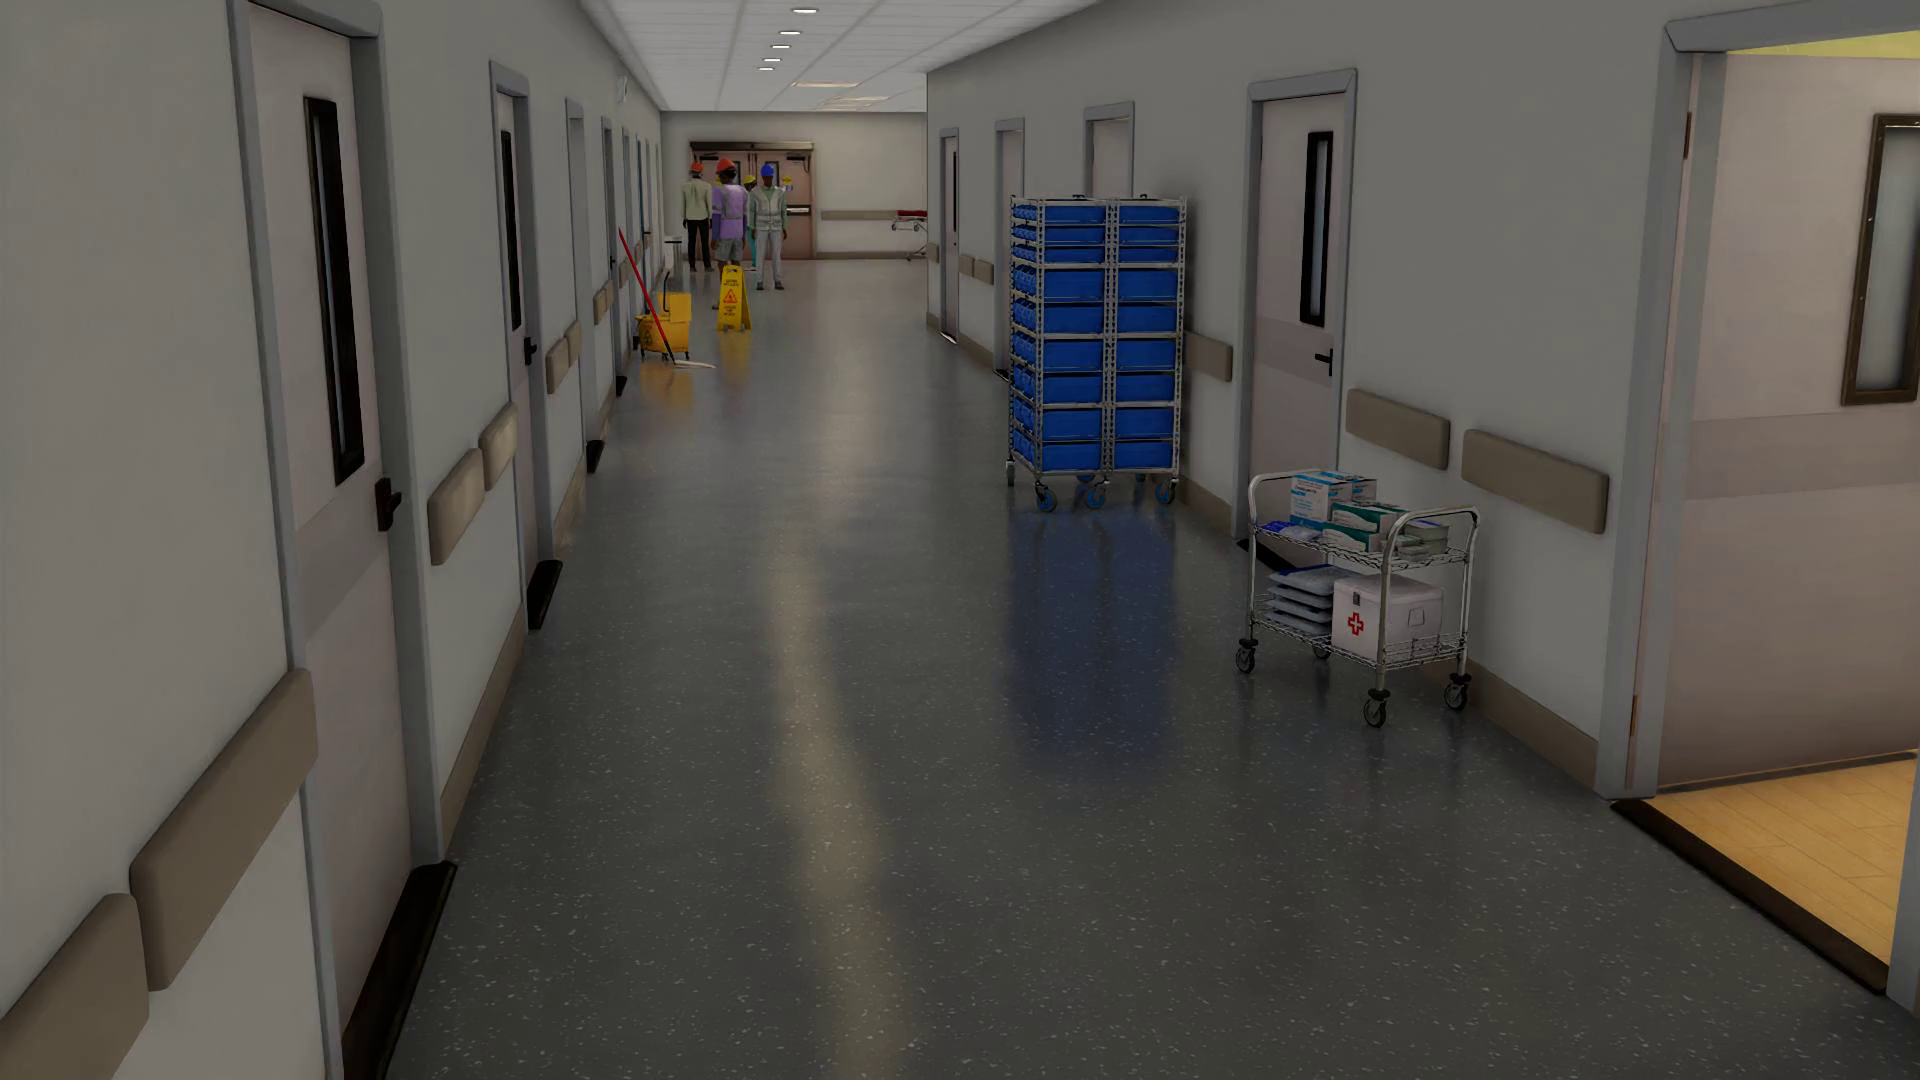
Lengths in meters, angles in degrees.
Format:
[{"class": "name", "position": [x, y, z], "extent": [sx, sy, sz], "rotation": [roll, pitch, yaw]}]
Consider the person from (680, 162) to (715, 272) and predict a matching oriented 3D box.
[{"class": "person", "position": [-4.806, -5.904, 30.471], "extent": [0.612, 1.995, 0.393], "rotation": [2, 13, 8]}]

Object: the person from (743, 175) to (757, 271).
[{"class": "person", "position": [-3.874, -5.888, 30.919], "extent": [0.329, 1.765, 0.533], "rotation": [4, 13, 17]}]

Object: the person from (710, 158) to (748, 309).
[{"class": "person", "position": [-3.149, -4.147, 22.610], "extent": [0.409, 2.028, 0.613], "rotation": [10, 16, 37]}]

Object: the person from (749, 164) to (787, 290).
[{"class": "person", "position": [-3.013, -4.913, 26.169], "extent": [0.607, 1.951, 0.380], "rotation": [-4, 13, -16]}]
